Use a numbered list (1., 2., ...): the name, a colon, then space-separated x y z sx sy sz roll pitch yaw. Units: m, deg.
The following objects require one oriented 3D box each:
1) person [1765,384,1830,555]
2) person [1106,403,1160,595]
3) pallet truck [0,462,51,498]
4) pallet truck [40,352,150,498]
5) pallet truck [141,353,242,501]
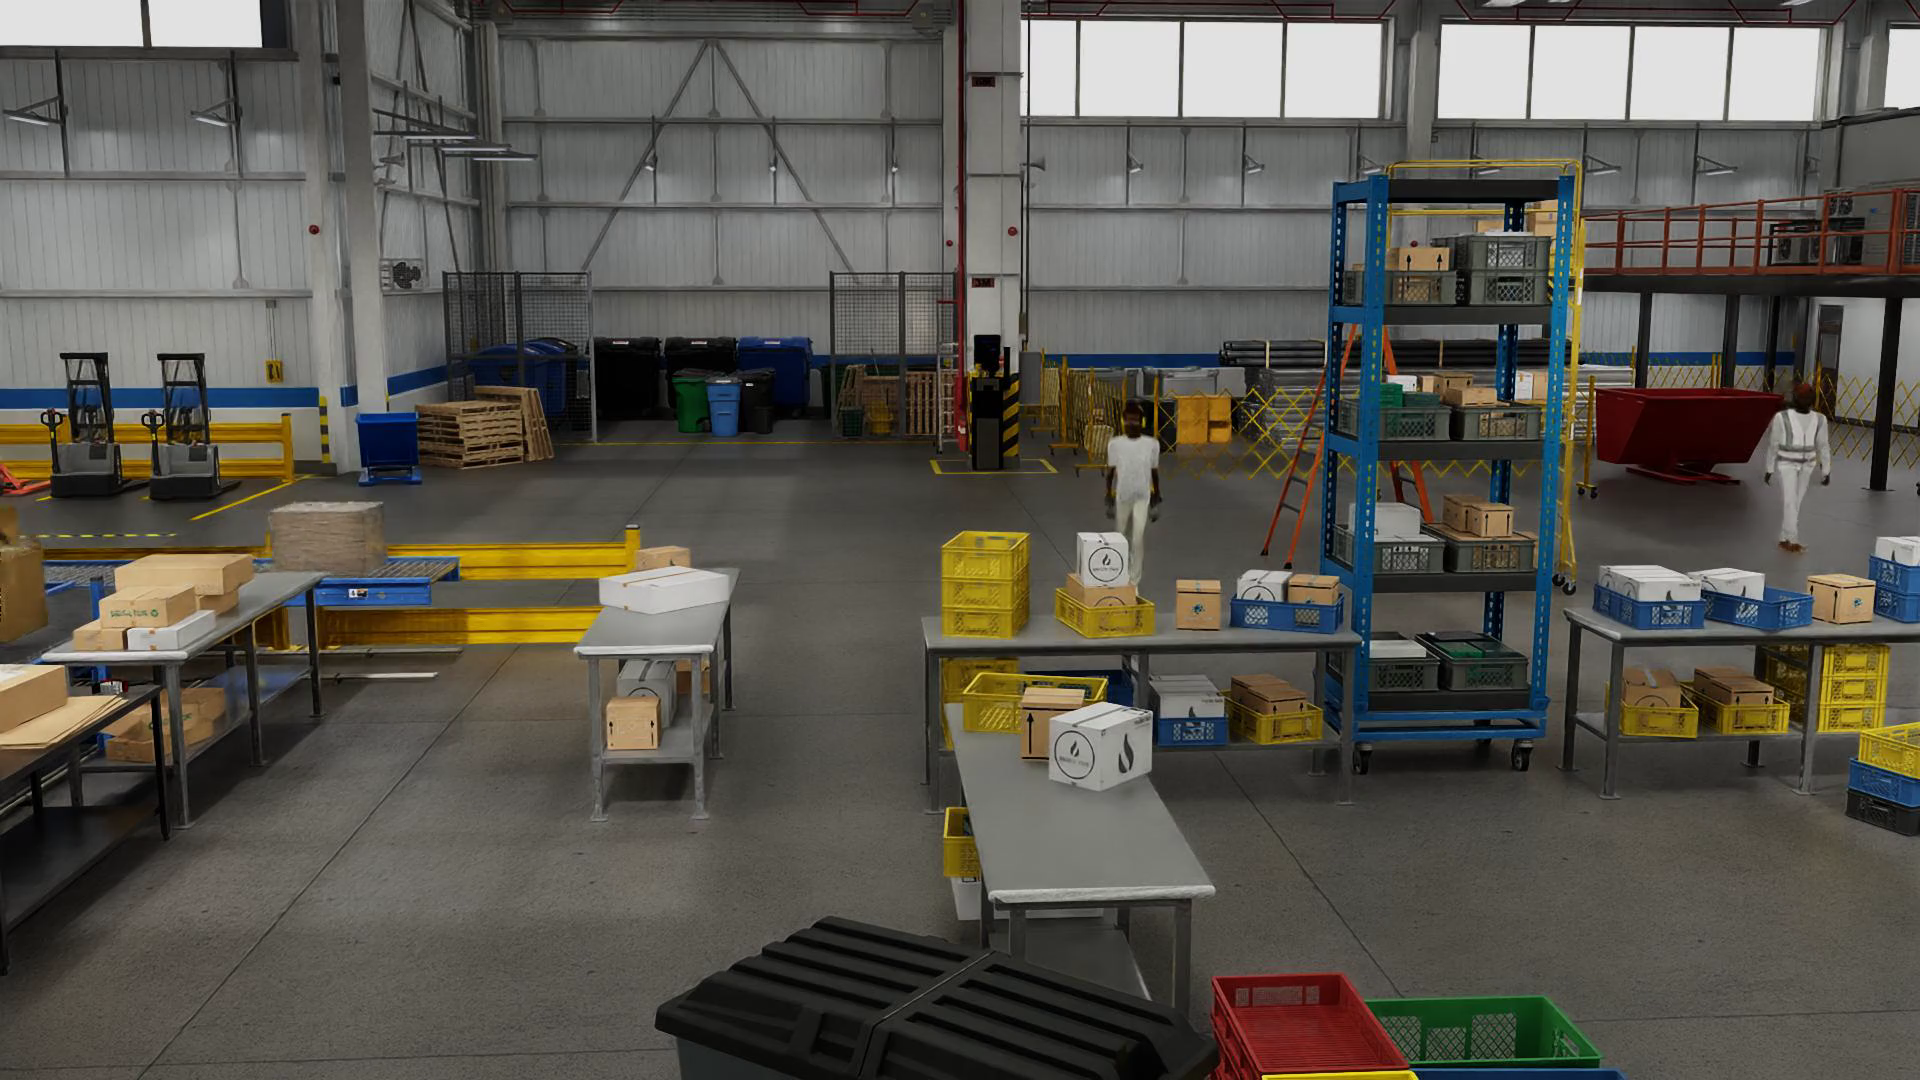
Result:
1. person: 9.107 -0.745 17.962 0.612 1.852 0.854 0 9 -1
2. person: 1.643 -0.381 15.720 0.515 1.854 0.636 2 9 13
3. pallet truck: -13.193 -1.293 23.148 0.653 1.274 1.630 -1 9 -4
4. pallet truck: -11.907 -1.642 23.165 0.823 1.965 1.885 0 9 0
5. pallet truck: -10.520 -1.604 22.925 0.823 1.965 1.885 -1 9 -6
